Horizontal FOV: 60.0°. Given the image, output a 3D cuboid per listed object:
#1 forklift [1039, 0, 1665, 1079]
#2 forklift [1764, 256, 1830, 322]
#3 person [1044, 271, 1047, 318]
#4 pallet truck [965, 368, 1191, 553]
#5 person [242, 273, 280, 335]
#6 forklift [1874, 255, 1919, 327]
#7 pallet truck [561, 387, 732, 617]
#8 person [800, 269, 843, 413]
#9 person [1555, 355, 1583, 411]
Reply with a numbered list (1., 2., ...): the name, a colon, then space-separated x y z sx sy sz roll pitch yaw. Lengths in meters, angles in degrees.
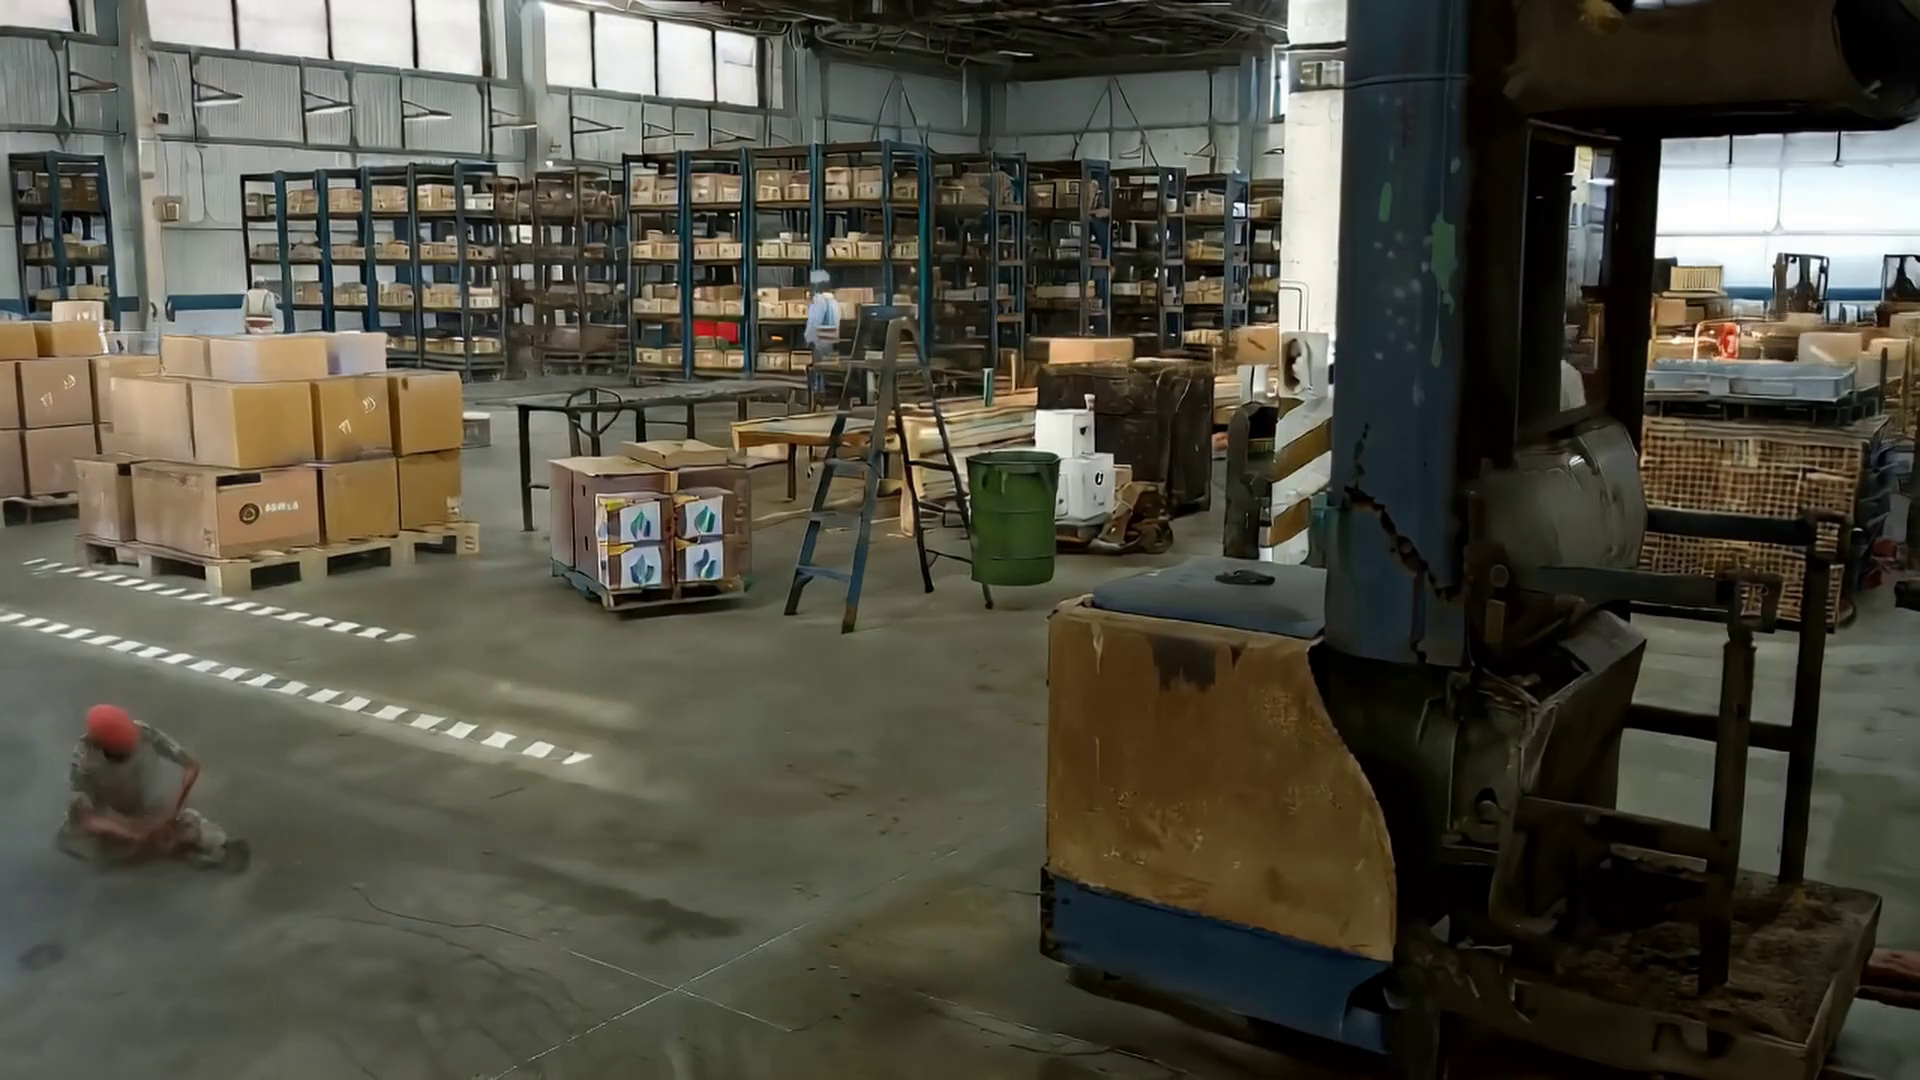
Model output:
1. forklift: 1.249 -0.137 4.360 1.873 2.768 1.129 7 12 35
2. forklift: 20.253 -5.854 40.139 1.157 1.987 2.680 7 12 35
3. person: 1.982 -5.603 39.997 0.569 1.840 0.374 7 12 37
4. pallet truck: 0.845 -0.609 11.869 1.630 1.274 0.653 7 12 35
5. person: -12.194 -3.750 29.038 0.602 1.817 0.452 -1 10 -5
6. forklift: 22.089 -5.634 38.796 1.157 1.987 2.680 6 11 33
7. pallet truck: -1.981 -0.274 10.088 0.680 1.201 1.601 -5 11 -28
8. person: -1.856 -2.578 21.766 0.797 1.913 0.636 2 10 14
9. person: 3.713 -0.607 10.600 0.894 1.705 0.638 -8 12 -39
